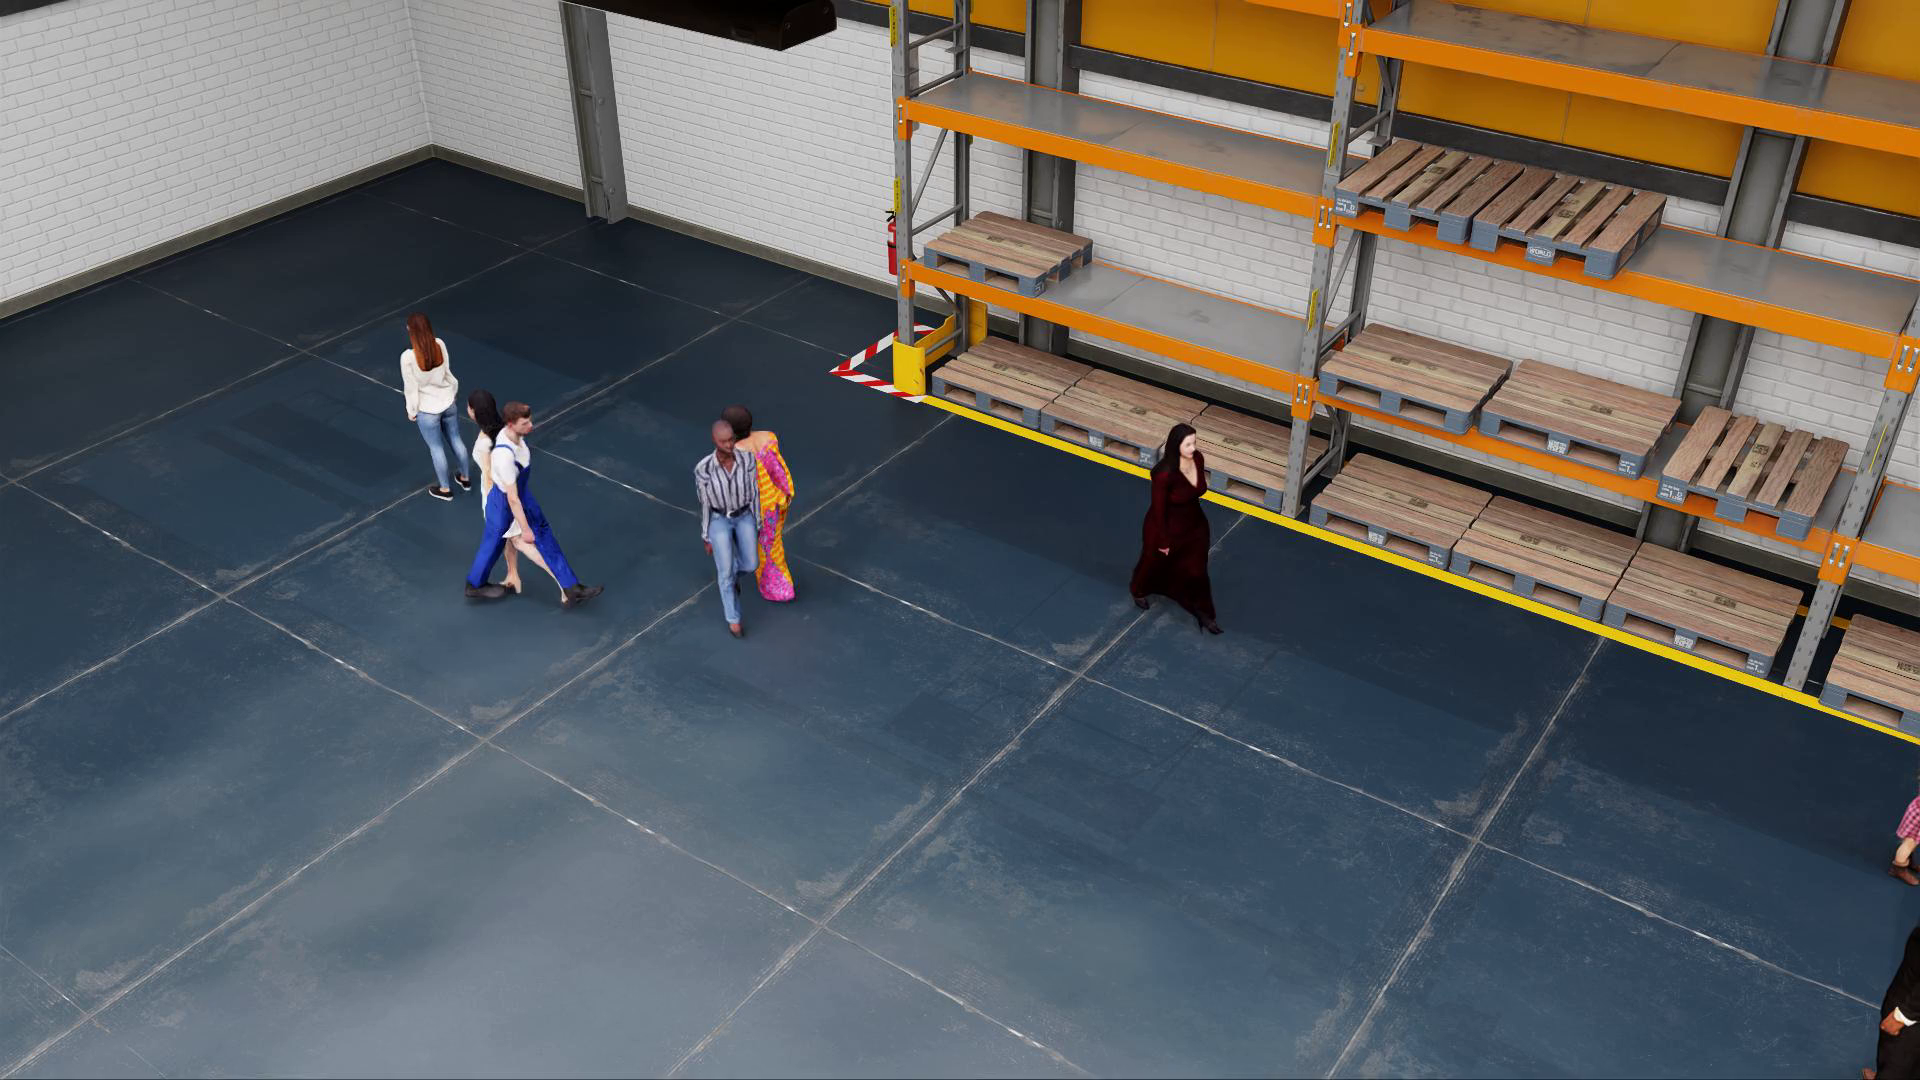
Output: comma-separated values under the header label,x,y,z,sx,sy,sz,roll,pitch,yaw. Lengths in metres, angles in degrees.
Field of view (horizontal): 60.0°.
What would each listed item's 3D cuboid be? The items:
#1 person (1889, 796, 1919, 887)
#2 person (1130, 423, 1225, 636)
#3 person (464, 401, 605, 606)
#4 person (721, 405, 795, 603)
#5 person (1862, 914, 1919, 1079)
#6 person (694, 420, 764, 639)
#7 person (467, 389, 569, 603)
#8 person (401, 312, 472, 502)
label,x,y,z,sx,sy,sz,roll,pitch,yaw
person,5.938,1.667,10.217,0.453,1.024,0.434,24,40,31
person,1.507,-0.110,12.278,0.890,1.702,1.217,-24,40,-31
person,-3.431,-0.236,12.408,1.389,1.768,1.106,0,34,0
person,-1.488,-0.279,12.586,0.757,1.643,0.643,28,43,36
person,4.929,2.314,8.449,0.790,1.904,0.754,-19,38,-26
person,-1.725,-0.133,12.240,0.832,1.782,0.918,-14,36,-20
person,-3.367,-0.303,12.533,1.081,1.742,0.939,2,34,2
person,-4.356,-1.118,13.804,0.576,1.691,0.636,26,42,33
